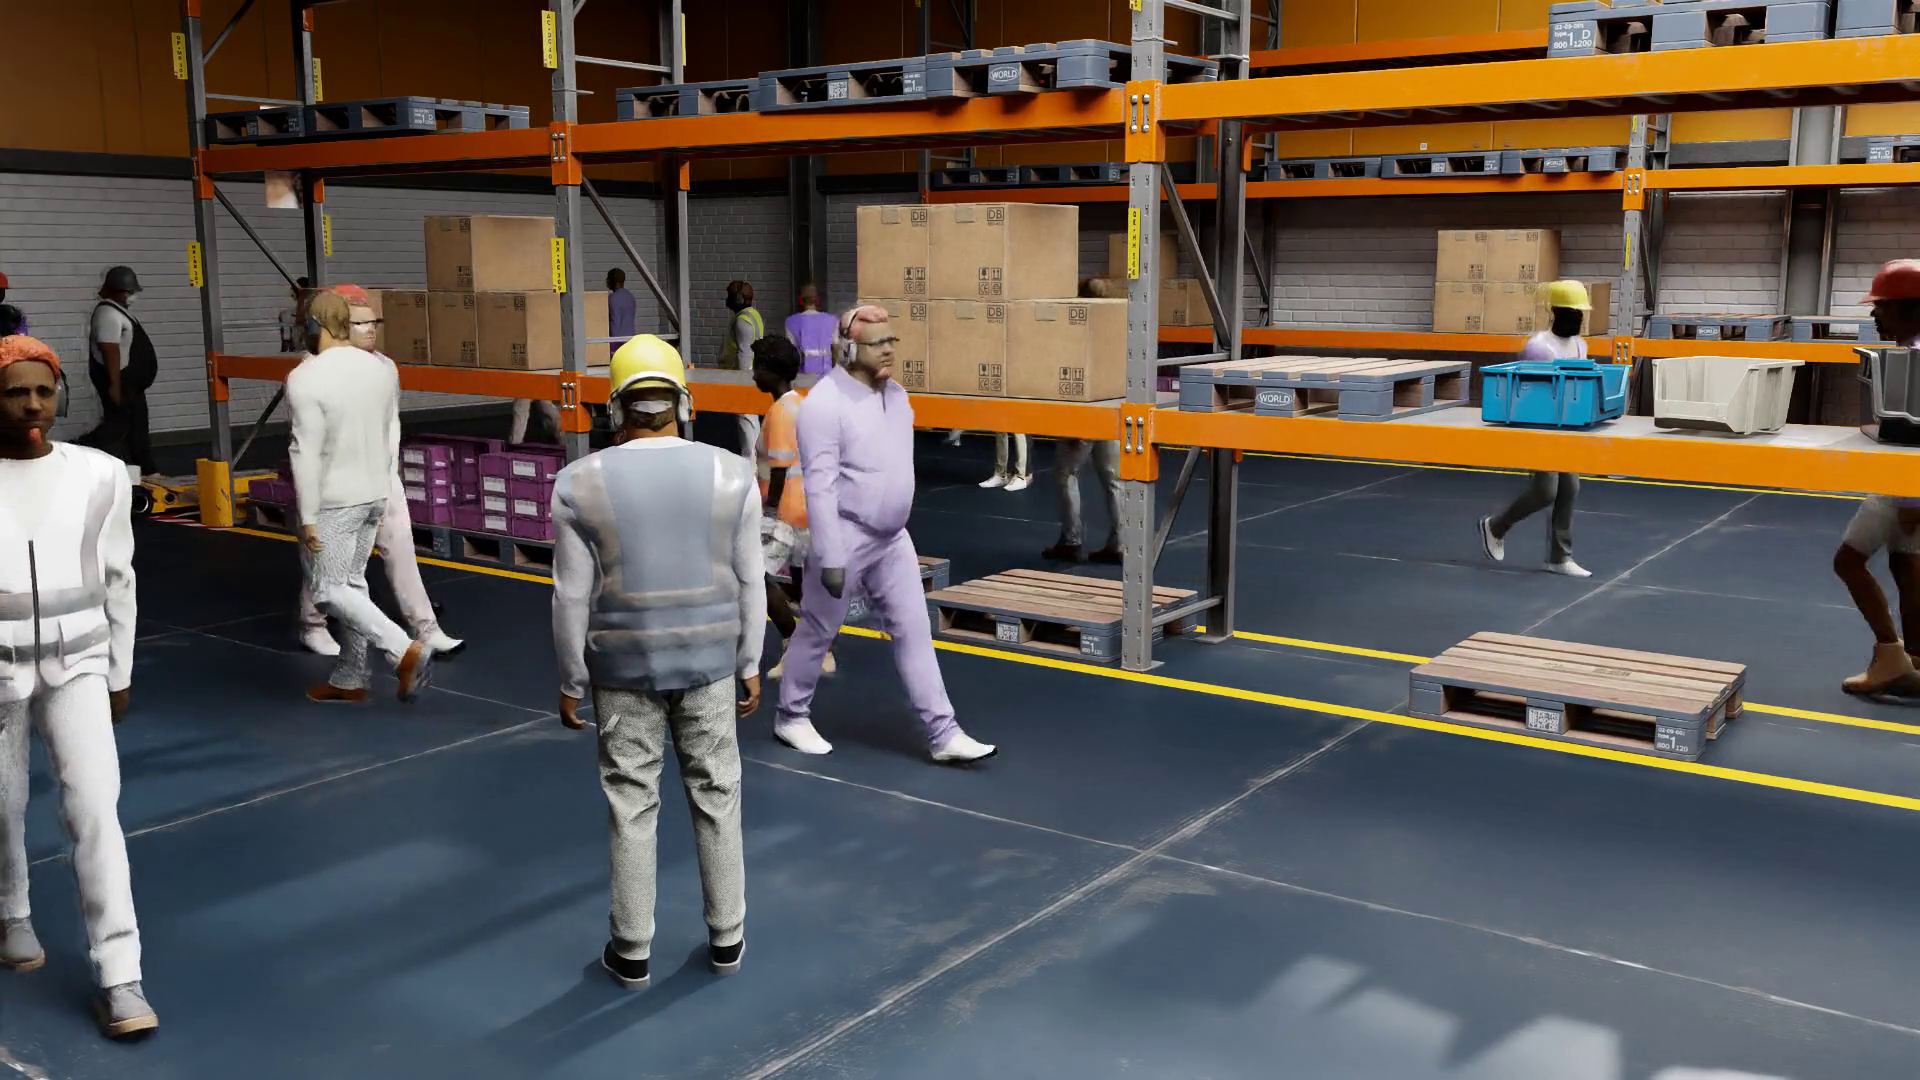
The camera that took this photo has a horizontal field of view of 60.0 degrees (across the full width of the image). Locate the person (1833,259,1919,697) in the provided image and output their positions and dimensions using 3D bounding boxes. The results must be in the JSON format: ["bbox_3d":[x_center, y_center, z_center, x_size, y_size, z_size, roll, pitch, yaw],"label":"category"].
[{"bbox_3d":[4.310,-0.262,7.661,0.491,2.027,0.631,7,12,37],"label":"person"}]

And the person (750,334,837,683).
[{"bbox_3d":[-0.802,-0.129,7.867,0.433,1.678,0.544,1,10,5],"label":"person"}]

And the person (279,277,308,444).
[{"bbox_3d":[-6.347,-1.622,16.205,0.325,1.871,0.516,9,13,42],"label":"person"}]

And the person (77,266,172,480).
[{"bbox_3d":[-7.560,-1.463,14.751,0.856,2.000,0.686,-4,10,-21],"label":"person"}]

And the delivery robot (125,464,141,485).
[{"bbox_3d":[-6.719,-0.446,12.832,0.477,0.478,0.707,6,11,31],"label":"delivery robot"}]

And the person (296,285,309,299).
[{"bbox_3d":[-5.718,-1.384,14.966,0.634,1.808,0.688,-3,10,-16],"label":"person"}]

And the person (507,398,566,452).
[{"bbox_3d":[-4.209,-1.624,16.028,1.020,1.918,0.721,-5,11,-26],"label":"person"}]

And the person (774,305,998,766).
[{"bbox_3d":[-0.365,-0.005,6.646,1.025,1.844,0.649,7,12,36],"label":"person"}]

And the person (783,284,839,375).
[{"bbox_3d":[-1.453,-1.575,16.152,0.573,1.791,0.986,-3,10,-18],"label":"person"}]

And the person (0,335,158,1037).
[{"bbox_3d":[-2.518,0.367,4.511,0.581,1.836,1.002,-7,12,-37],"label":"person"}]

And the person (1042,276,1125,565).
[{"bbox_3d":[0.845,-0.791,11.123,0.738,1.910,0.656,8,13,41],"label":"person"}]

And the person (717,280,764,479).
[{"bbox_3d":[-1.997,-1.442,15.221,0.429,1.845,0.621,0,10,0],"label":"person"}]

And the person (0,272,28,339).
[{"bbox_3d":[-9.256,-1.631,16.058,0.551,1.935,0.375,-3,10,-17],"label":"person"}]

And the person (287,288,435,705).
[{"bbox_3d":[-2.679,-0.158,7.403,0.683,1.909,0.634,3,10,18],"label":"person"}]

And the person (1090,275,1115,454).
[{"bbox_3d":[1.504,-1.808,17.314,0.546,1.866,0.613,7,12,35],"label":"person"}]

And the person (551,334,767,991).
[{"bbox_3d":[-0.833,0.345,4.637,0.588,1.823,0.403,-3,10,-19],"label":"person"}]

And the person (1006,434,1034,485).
[{"bbox_3d":[0.517,-1.412,15.029,0.326,1.843,0.516,2,10,13],"label":"person"}]

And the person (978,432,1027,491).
[{"bbox_3d":[0.413,-1.368,14.704,0.325,1.868,0.516,-8,13,-41],"label":"person"}]

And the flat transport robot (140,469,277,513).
[{"bbox_3d":[-6.190,-0.416,13.775,1.431,0.197,0.652,-9,13,-44],"label":"flat transport robot"}]

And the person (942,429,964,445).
[{"bbox_3d":[-0.112,-1.887,18.201,0.499,1.726,0.384,-9,13,-44],"label":"person"}]

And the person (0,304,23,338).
[{"bbox_3d":[-7.578,-1.038,13.287,0.540,1.682,0.486,0,10,0],"label":"person"}]

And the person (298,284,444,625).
[{"bbox_3d":[-3.294,-0.442,9.128,0.982,1.885,0.552,7,12,36],"label":"person"}]

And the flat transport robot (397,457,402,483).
[{"bbox_3d":[-5.184,-0.588,14.802,0.652,0.197,1.431,8,12,39],"label":"flat transport robot"}]

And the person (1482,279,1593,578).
[{"bbox_3d":[3.790,-0.721,10.739,0.589,1.911,0.642,-7,12,-37],"label":"person"}]

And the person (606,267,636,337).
[{"bbox_3d":[-4.256,-2.440,20.877,0.375,1.939,0.628,2,10,12],"label":"person"}]

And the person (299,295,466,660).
[{"bbox_3d":[-3.007,-0.295,8.356,1.025,1.850,0.675,5,11,29],"label":"person"}]
